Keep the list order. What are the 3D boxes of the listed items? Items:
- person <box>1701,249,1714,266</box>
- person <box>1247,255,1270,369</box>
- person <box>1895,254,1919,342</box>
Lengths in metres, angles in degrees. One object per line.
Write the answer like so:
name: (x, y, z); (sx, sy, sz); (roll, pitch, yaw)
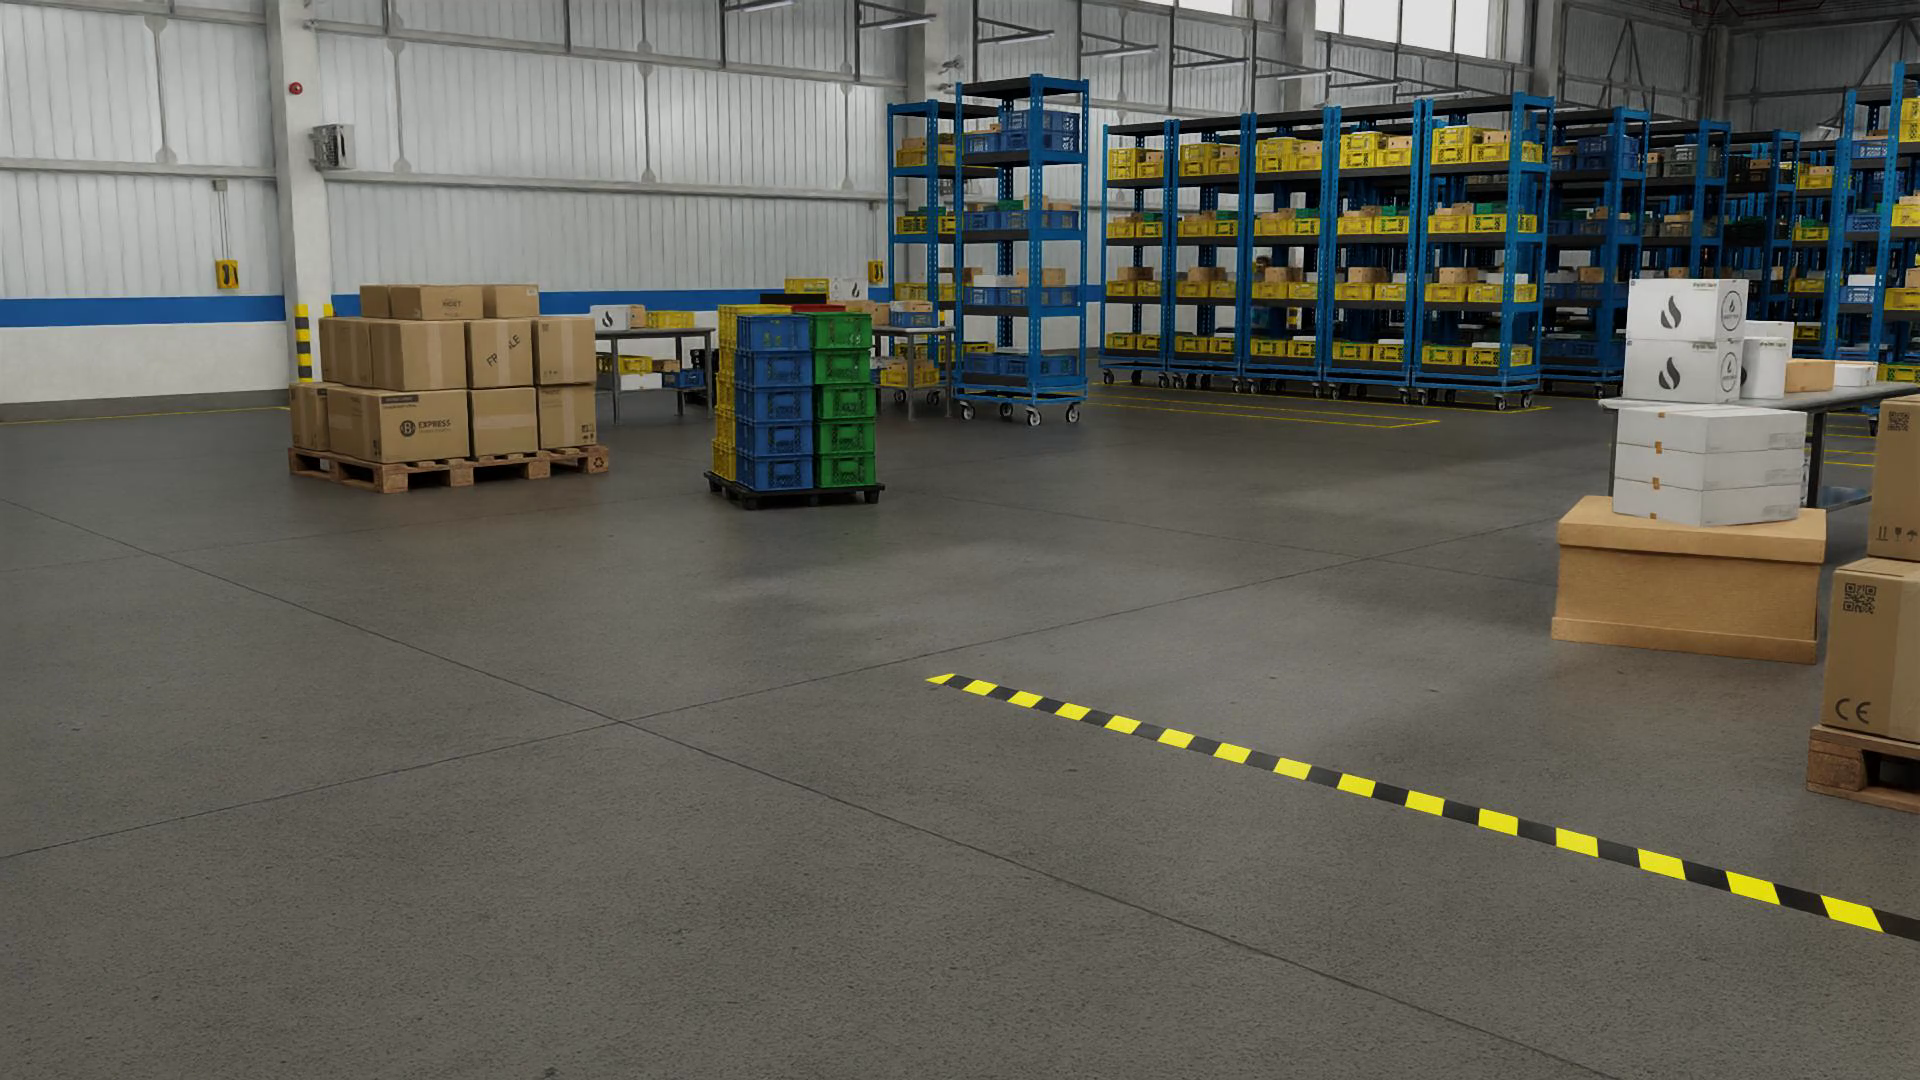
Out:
person: (12.811, -4.047, 28.633); (0.609, 1.986, 0.391); (6, 11, 33)
person: (4.852, -3.677, 26.852); (0.590, 1.830, 0.530); (6, 11, 32)
person: (13.693, -3.209, 24.054); (0.404, 1.833, 0.587); (5, 11, 27)
